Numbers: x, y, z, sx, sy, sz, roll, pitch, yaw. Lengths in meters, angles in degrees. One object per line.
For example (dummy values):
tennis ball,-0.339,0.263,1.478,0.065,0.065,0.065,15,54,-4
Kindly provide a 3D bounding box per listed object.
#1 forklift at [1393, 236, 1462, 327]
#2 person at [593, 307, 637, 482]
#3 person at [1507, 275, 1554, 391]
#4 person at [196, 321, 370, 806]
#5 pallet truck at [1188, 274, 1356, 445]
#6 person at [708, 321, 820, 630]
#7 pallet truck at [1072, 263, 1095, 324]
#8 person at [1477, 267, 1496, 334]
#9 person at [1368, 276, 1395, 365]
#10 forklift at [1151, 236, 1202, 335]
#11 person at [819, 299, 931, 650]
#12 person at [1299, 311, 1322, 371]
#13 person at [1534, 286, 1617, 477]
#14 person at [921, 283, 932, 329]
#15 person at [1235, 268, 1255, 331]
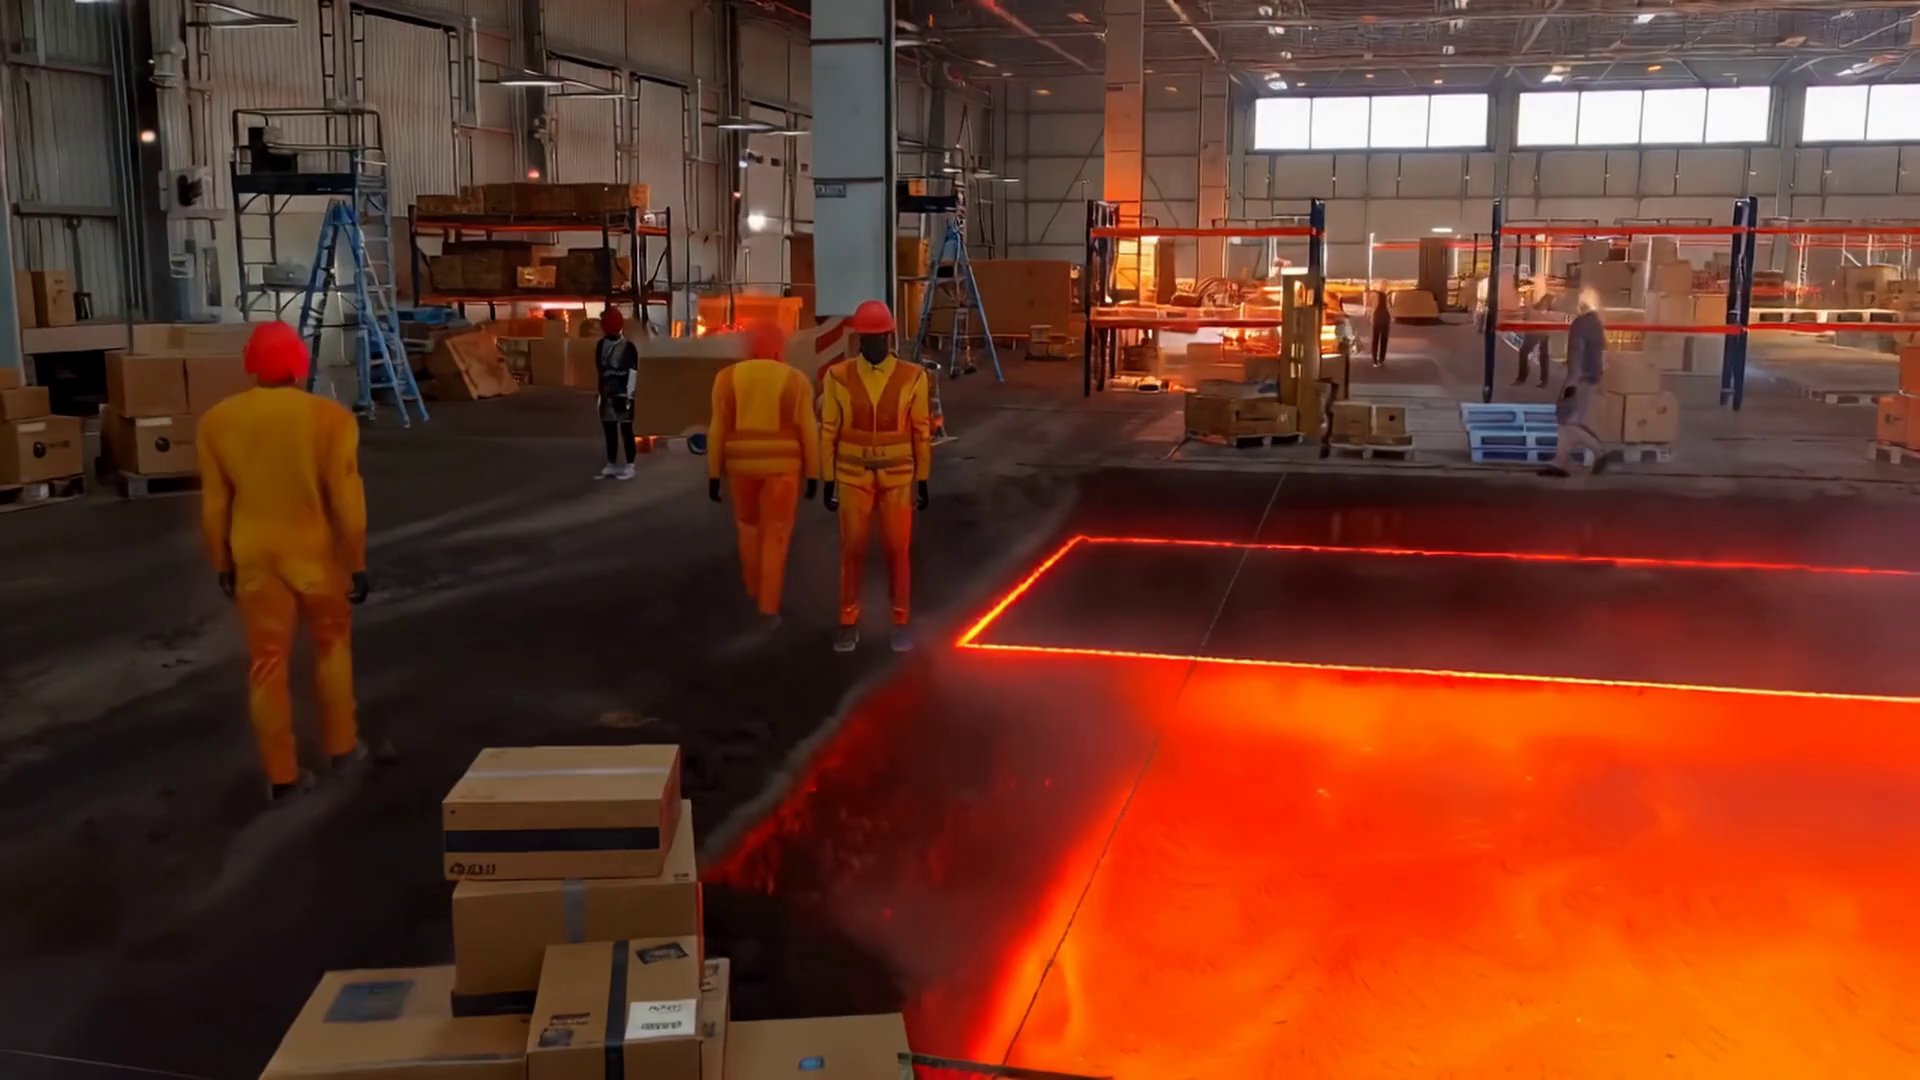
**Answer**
forklift,14.687,-8.123,52.230,1.873,2.768,1.129,-2,10,-14
person,-3.368,-1.417,16.224,0.530,1.697,0.321,7,12,36
person,9.330,-3.363,27.107,0.845,1.885,0.633,-5,11,-25
person,-2.717,0.070,6.819,0.655,1.914,0.803,-1,10,-6
pallet truck,3.653,-2.138,19.590,1.885,1.965,0.823,-4,10,-20
person,-1.146,-0.408,10.010,0.647,1.792,0.928,1,10,6
pallet truck,4.325,-8.180,55.162,0.823,1.965,1.885,6,11,31
person,14.967,-6.776,47.196,0.552,1.912,0.879,1,10,5
person,8.549,-4.460,33.801,0.515,1.822,0.843,4,10,22
forklift,5.866,-7.214,46.878,1.873,2.768,1.129,2,10,14
person,-0.470,-0.352,9.218,0.616,1.946,0.392,0,10,-2
person,6.739,-4.098,31.909,0.485,1.738,0.322,-3,10,-18
person,6.095,-1.544,16.391,0.678,1.898,0.659,3,10,19
person,-0.903,-7.351,50.494,0.544,1.929,0.386,-6,11,-30
person,8.392,-7.069,48.964,0.575,1.882,0.355,9,13,43
